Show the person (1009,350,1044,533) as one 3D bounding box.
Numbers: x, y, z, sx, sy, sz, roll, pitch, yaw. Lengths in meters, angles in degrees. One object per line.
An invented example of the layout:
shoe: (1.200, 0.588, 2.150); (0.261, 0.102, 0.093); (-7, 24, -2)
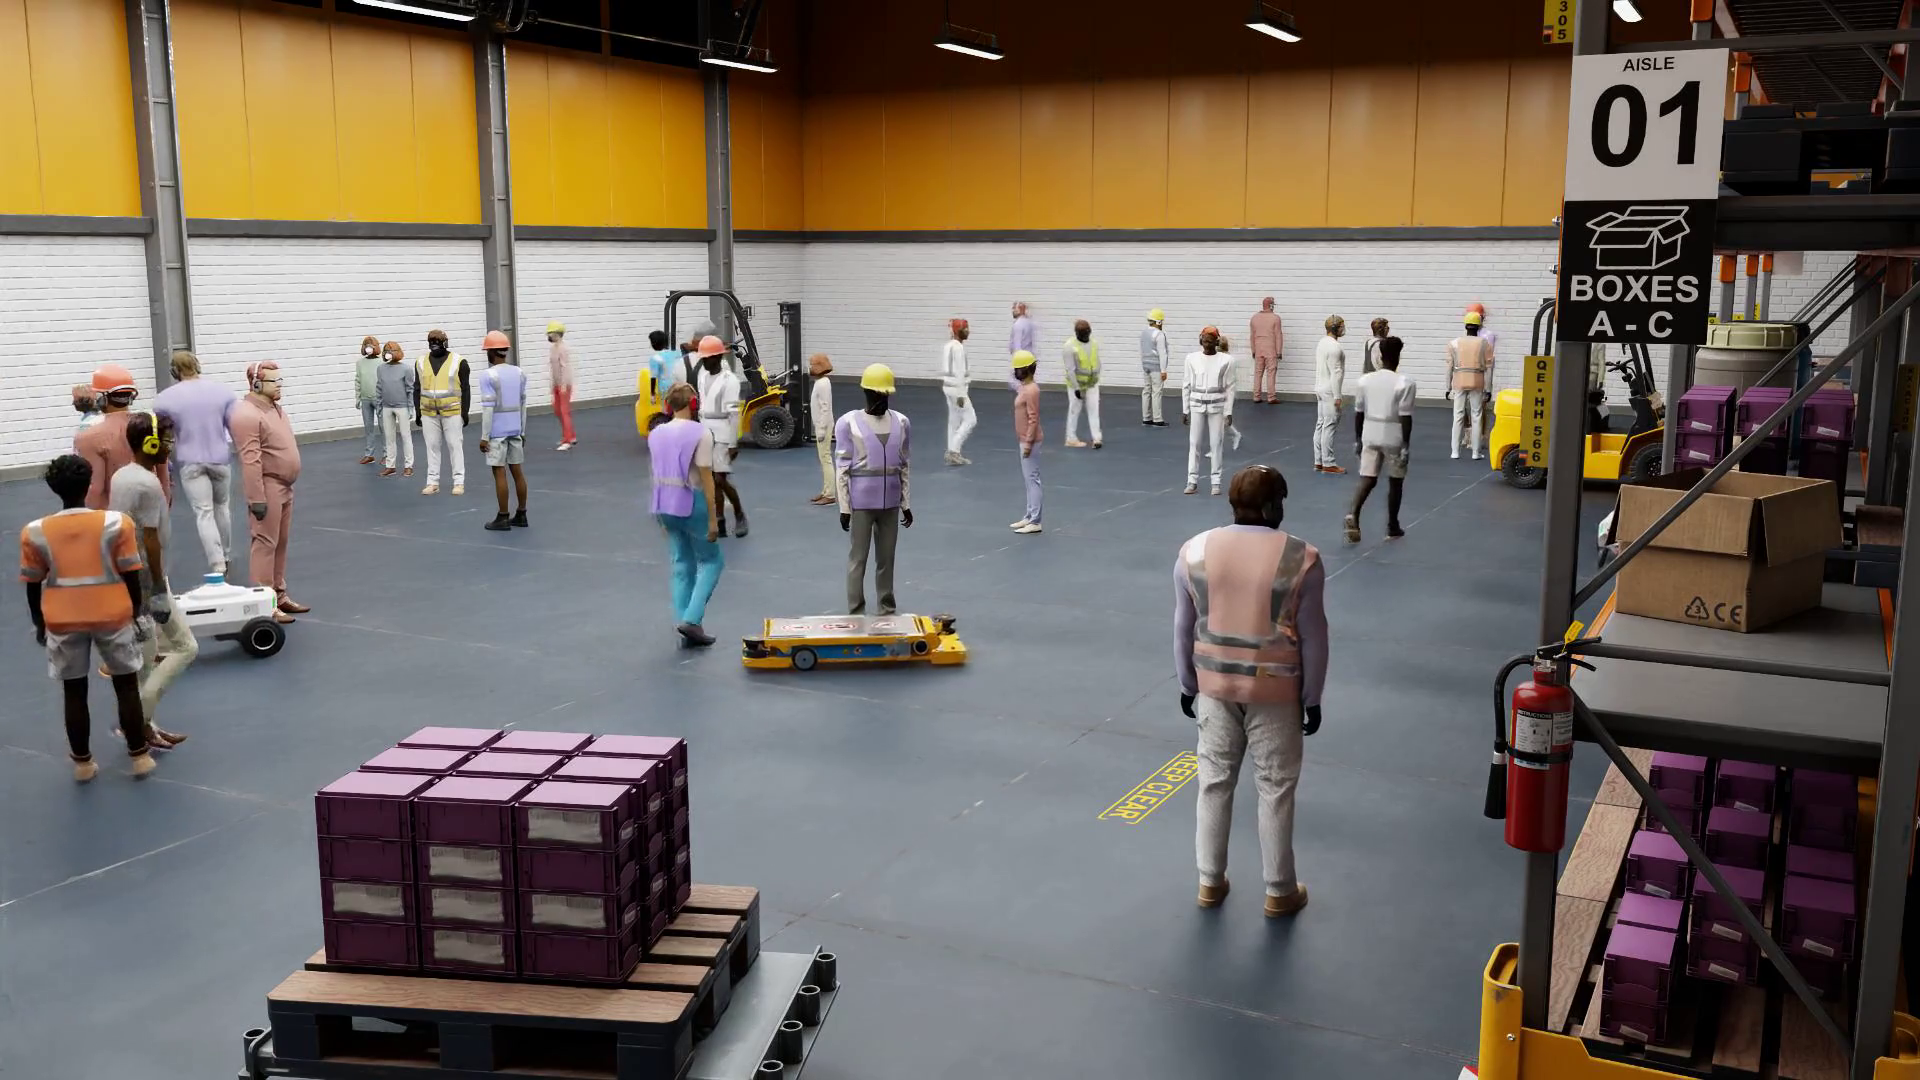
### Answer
person: (0.636, -0.943, 16.008); (0.327, 1.760, 0.523); (-1, 10, -3)

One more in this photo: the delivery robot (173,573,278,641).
delivery robot: (-4.941, 0.464, 11.070); (0.707, 0.478, 0.477); (-6, 12, -31)

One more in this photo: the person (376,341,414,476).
person: (-6.810, -1.581, 20.060); (0.498, 1.634, 0.280); (2, 10, 11)

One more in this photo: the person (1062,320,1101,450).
person: (1.699, -2.117, 22.772); (0.667, 1.781, 0.813); (-5, 11, -26)

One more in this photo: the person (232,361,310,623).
person: (-5.028, -0.354, 12.166); (0.409, 1.906, 0.652); (-1, 10, -4)

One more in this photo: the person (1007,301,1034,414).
person: (1.013, -3.018, 27.634); (0.431, 1.894, 0.653); (4, 11, 22)

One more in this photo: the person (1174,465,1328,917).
person: (1.186, 0.611, 6.779); (0.626, 1.840, 0.430); (5, 11, 26)

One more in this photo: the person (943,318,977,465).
person: (-0.002, -1.856, 20.964); (0.414, 1.872, 0.615); (-2, 10, -12)

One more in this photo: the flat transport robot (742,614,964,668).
flat transport robot: (-0.715, 0.661, 11.024); (1.431, 0.197, 0.652); (-1, 10, -6)

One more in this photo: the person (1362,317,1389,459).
person: (5.466, -1.990, 21.818); (0.343, 1.847, 0.507); (-3, 10, -18)

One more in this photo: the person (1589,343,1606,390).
person: (9.046, -2.369, 24.126); (0.589, 1.810, 0.430); (4, 11, 24)

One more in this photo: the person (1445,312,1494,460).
person: (6.626, -2.003, 21.653); (0.593, 1.925, 0.384); (4, 11, 22)

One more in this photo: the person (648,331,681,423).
person: (-3.894, -1.951, 22.139); (0.644, 1.649, 0.554); (6, 12, 33)

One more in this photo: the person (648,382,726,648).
person: (-1.846, -0.160, 11.305); (0.639, 1.811, 0.441); (7, 12, 36)

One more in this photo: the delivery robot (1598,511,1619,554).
delivery robot: (5.749, -0.105, 14.364); (0.477, 0.478, 0.707); (6, 11, 30)

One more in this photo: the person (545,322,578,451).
person: (-5.449, -2.107, 22.818); (0.392, 1.738, 0.668); (-5, 11, -28)

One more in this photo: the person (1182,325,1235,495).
person: (2.758, -1.443, 18.532); (0.573, 1.887, 0.355); (2, 10, 14)

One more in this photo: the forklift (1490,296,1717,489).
forklift: (7.296, -1.677, 18.993); (2.313, 2.155, 1.214); (5, 11, 27)

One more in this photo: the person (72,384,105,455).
person: (-7.123, -0.496, 13.839); (0.740, 1.616, 0.522); (-3, 10, -19)

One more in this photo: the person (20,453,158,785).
person: (-4.392, 0.409, 8.371); (0.554, 1.694, 0.356); (-3, 10, -18)

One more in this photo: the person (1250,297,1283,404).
person: (5.482, -3.374, 29.651); (0.647, 1.908, 0.409); (9, 13, 42)

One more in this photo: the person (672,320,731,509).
person: (-2.625, -1.257, 17.010); (0.686, 2.000, 0.910); (6, 12, 32)

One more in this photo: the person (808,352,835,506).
person: (-1.476, -1.183, 17.755); (0.266, 1.631, 0.507); (-1, 10, -6)

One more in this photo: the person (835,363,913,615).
person: (-0.588, -0.272, 11.637); (0.587, 1.926, 0.366); (-6, 12, -33)

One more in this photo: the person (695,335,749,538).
person: (-2.233, -0.960, 15.642); (0.532, 1.923, 0.557); (-9, 13, -42)

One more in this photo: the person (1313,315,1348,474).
person: (4.526, -1.774, 20.297); (0.373, 1.940, 0.629); (-1, 10, -6)

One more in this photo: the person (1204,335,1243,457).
person: (3.506, -1.910, 22.019); (0.642, 1.614, 0.518); (-5, 11, -29)

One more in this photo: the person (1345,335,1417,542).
person: (3.891, -0.926, 15.413); (0.610, 1.939, 0.858); (9, 13, 41)

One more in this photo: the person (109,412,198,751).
person: (-4.337, 0.237, 8.906); (0.532, 1.850, 0.374); (7, 12, 35)

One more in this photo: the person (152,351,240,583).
person: (-6.247, -0.610, 13.714); (0.700, 1.882, 0.916); (-7, 12, -35)

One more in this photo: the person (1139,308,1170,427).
person: (3.018, -2.655, 25.696); (0.404, 1.836, 0.586); (-6, 11, -29)

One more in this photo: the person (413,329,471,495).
person: (-5.769, -1.416, 18.504); (0.633, 1.842, 0.429); (0, 10, 1)

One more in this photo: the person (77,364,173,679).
person: (-5.276, -0.115, 10.531); (0.377, 1.995, 0.608); (5, 11, 26)

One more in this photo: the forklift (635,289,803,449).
forklift: (-3.358, -2.392, 23.136); (2.313, 2.155, 1.214); (-1, 10, -5)

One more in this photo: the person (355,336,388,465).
person: (-7.471, -1.774, 21.172); (0.500, 1.636, 0.280); (2, 10, 13)

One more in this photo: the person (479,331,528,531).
person: (-4.458, -1.057, 16.156); (0.370, 1.933, 0.553); (6, 11, 31)

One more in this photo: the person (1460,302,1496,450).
person: (7.024, -2.227, 22.671); (0.504, 2.023, 0.625); (-7, 12, -35)
